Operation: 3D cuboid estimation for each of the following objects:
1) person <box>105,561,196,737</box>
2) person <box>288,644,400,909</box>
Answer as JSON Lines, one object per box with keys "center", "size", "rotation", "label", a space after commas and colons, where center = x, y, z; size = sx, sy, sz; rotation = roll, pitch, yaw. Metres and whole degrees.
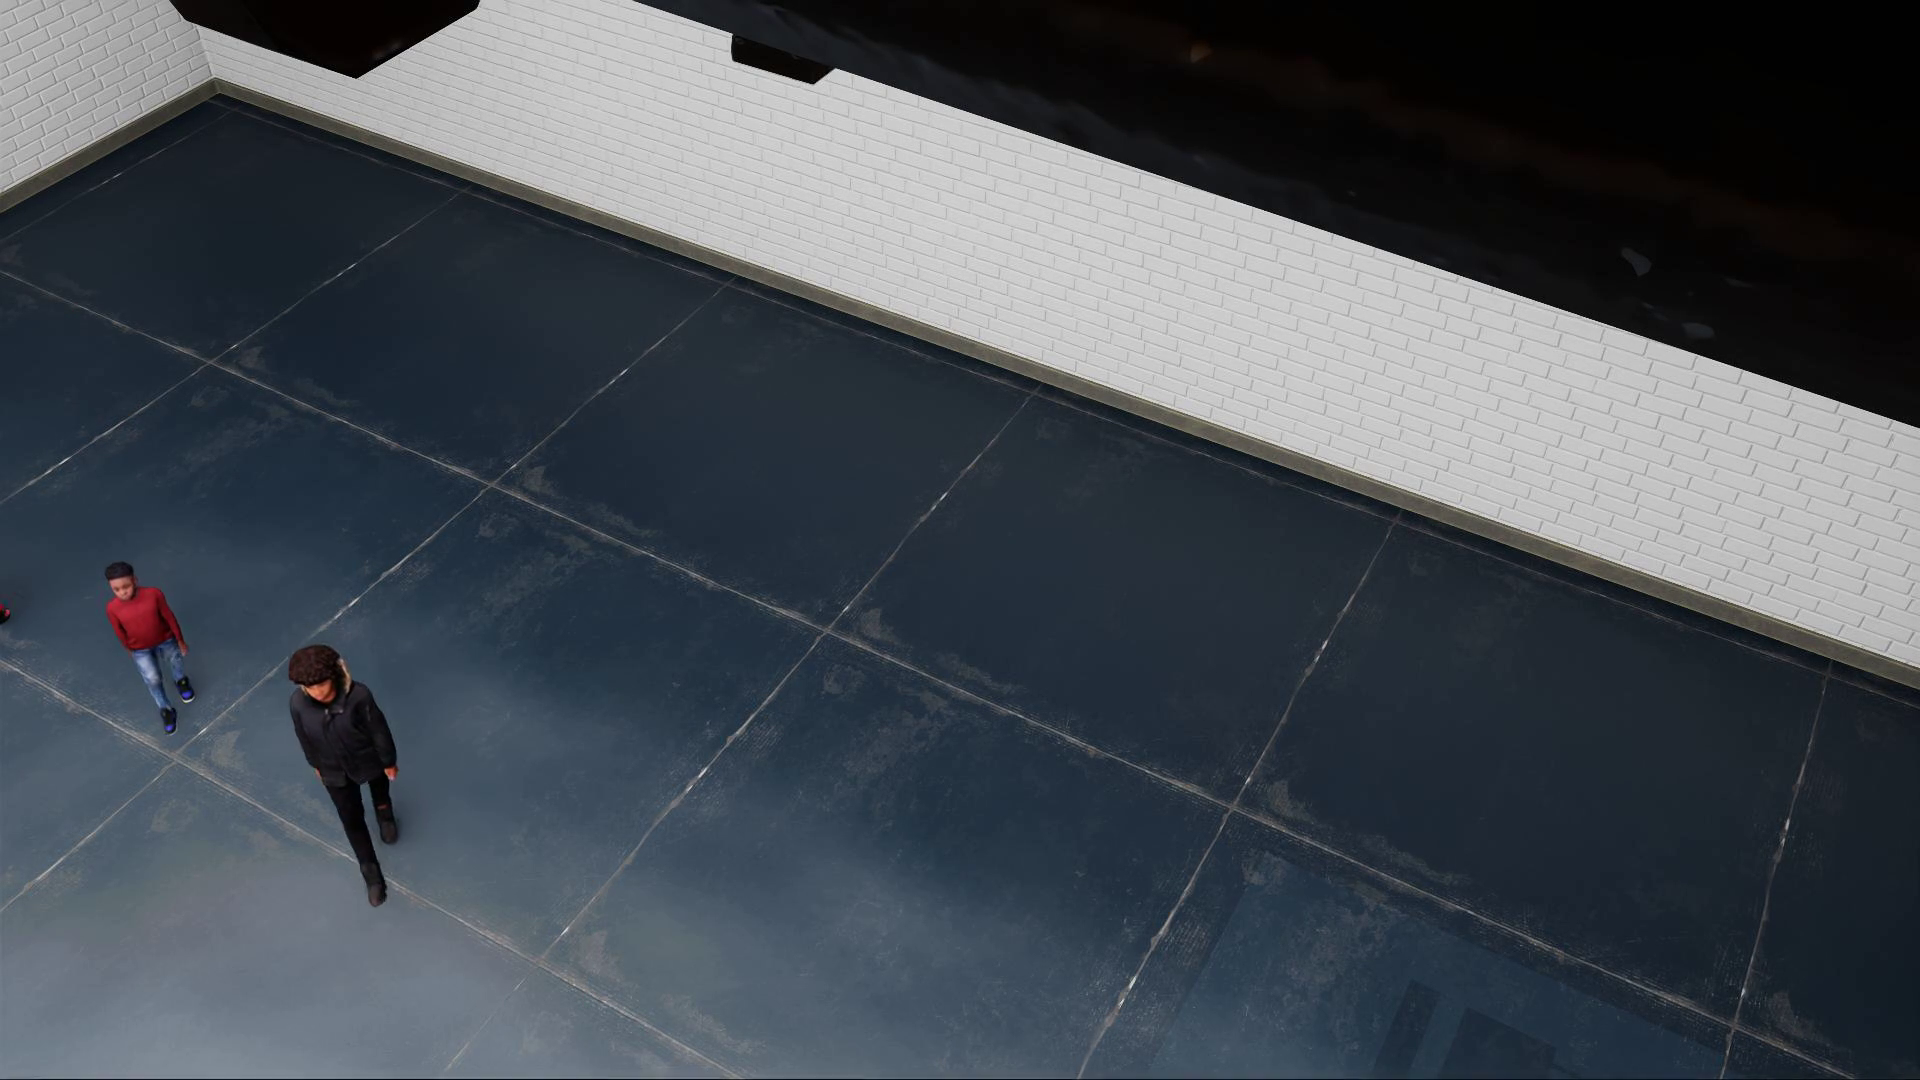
{"center": [-5.123, 0.573, 10.521], "size": [0.732, 1.240, 0.742], "rotation": [-23, 48, -22], "label": "person"}
{"center": [-3.488, 1.179, 9.524], "size": [1.094, 1.737, 1.112], "rotation": [-14, 45, -14], "label": "person"}
